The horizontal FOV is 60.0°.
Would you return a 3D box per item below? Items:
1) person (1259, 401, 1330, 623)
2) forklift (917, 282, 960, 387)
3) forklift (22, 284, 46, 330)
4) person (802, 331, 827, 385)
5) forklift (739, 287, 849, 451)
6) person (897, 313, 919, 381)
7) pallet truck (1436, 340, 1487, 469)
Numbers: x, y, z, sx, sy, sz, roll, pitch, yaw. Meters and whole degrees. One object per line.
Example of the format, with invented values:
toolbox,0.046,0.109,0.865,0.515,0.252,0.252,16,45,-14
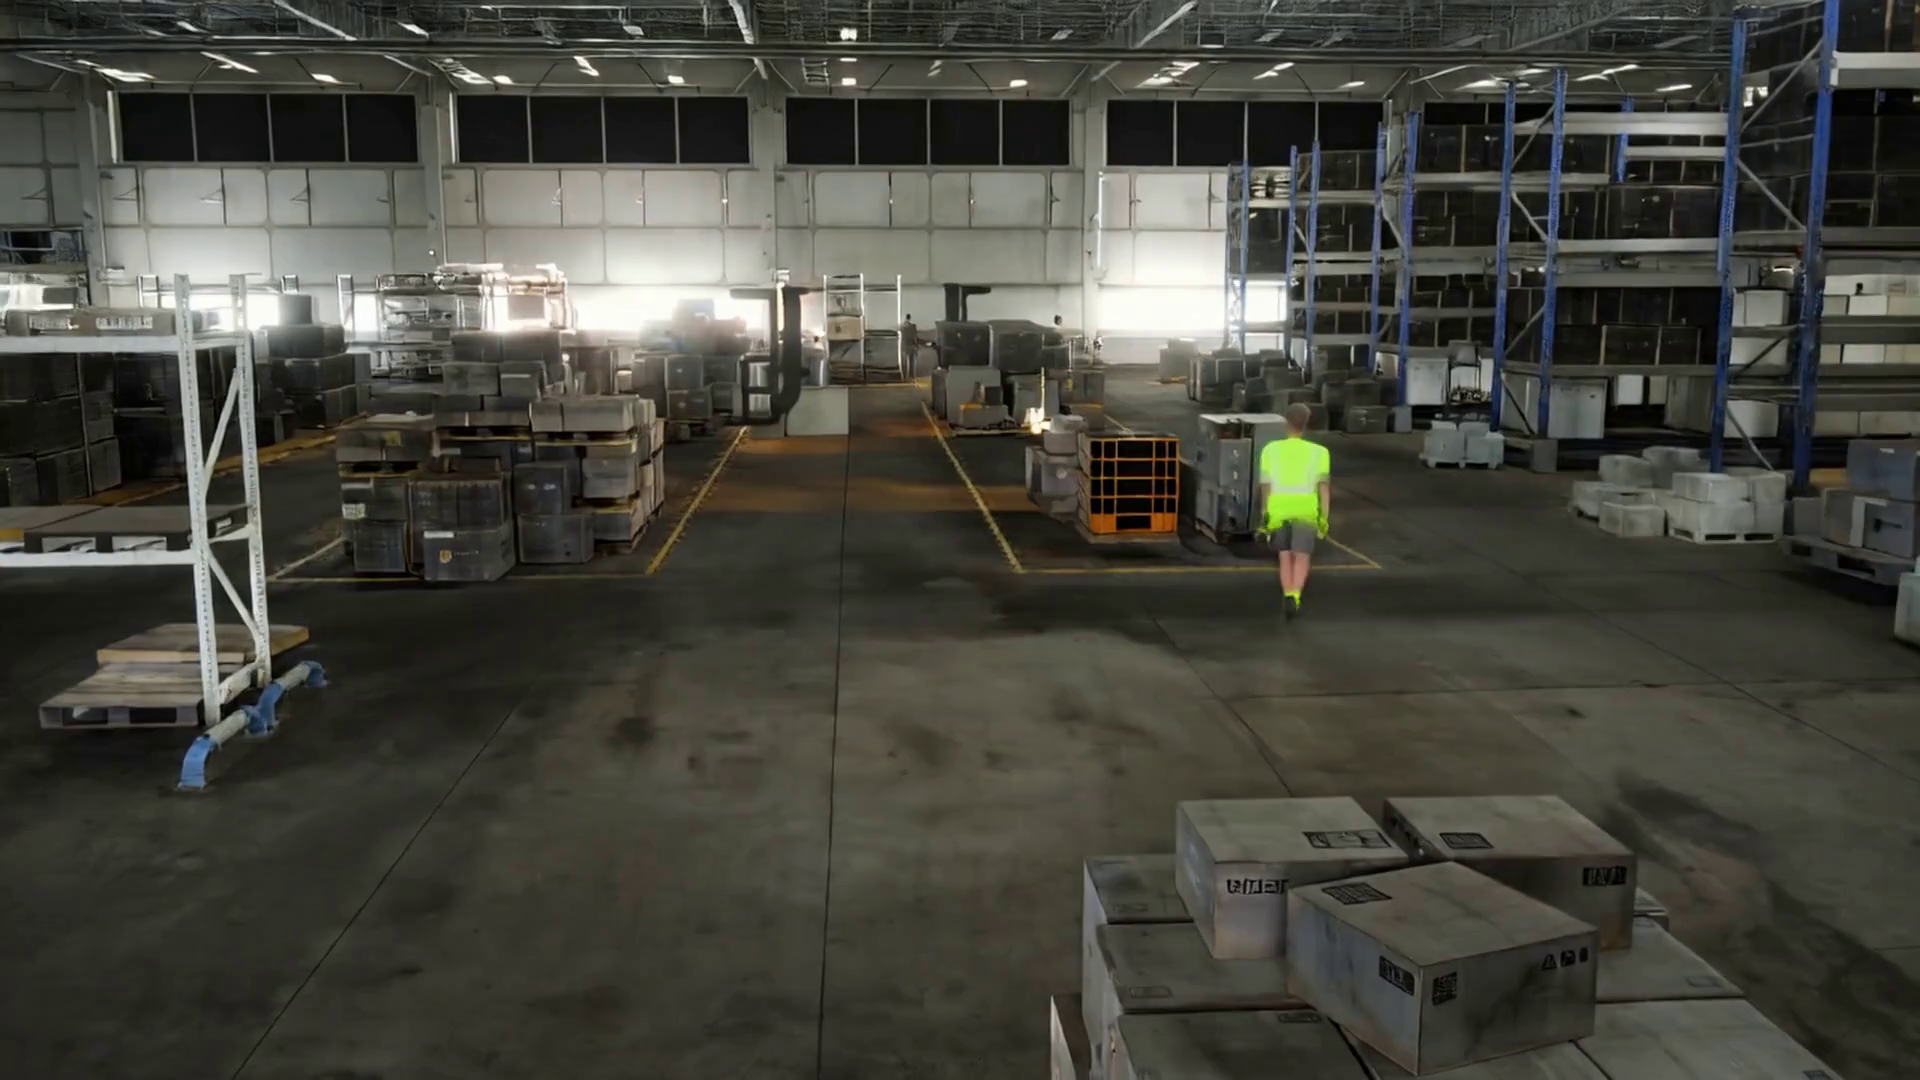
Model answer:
person,2.882,-0.229,14.450,0.610,1.938,0.805,3,10,21
forklift,-0.213,-5.567,44.985,1.873,2.768,1.129,-1,9,-4
forklift,-20.033,-4.154,36.115,1.873,2.768,1.129,-5,11,-30
person,-2.766,-2.839,30.633,0.625,1.990,0.395,-1,9,-4
forklift,-2.857,-2.959,28.607,1.873,2.768,1.129,-1,9,-4
person,-1.486,-5.478,47.376,0.637,1.936,0.355,-1,9,-4
pallet truck,8.004,-2.170,26.422,0.823,1.965,1.885,2,9,14
